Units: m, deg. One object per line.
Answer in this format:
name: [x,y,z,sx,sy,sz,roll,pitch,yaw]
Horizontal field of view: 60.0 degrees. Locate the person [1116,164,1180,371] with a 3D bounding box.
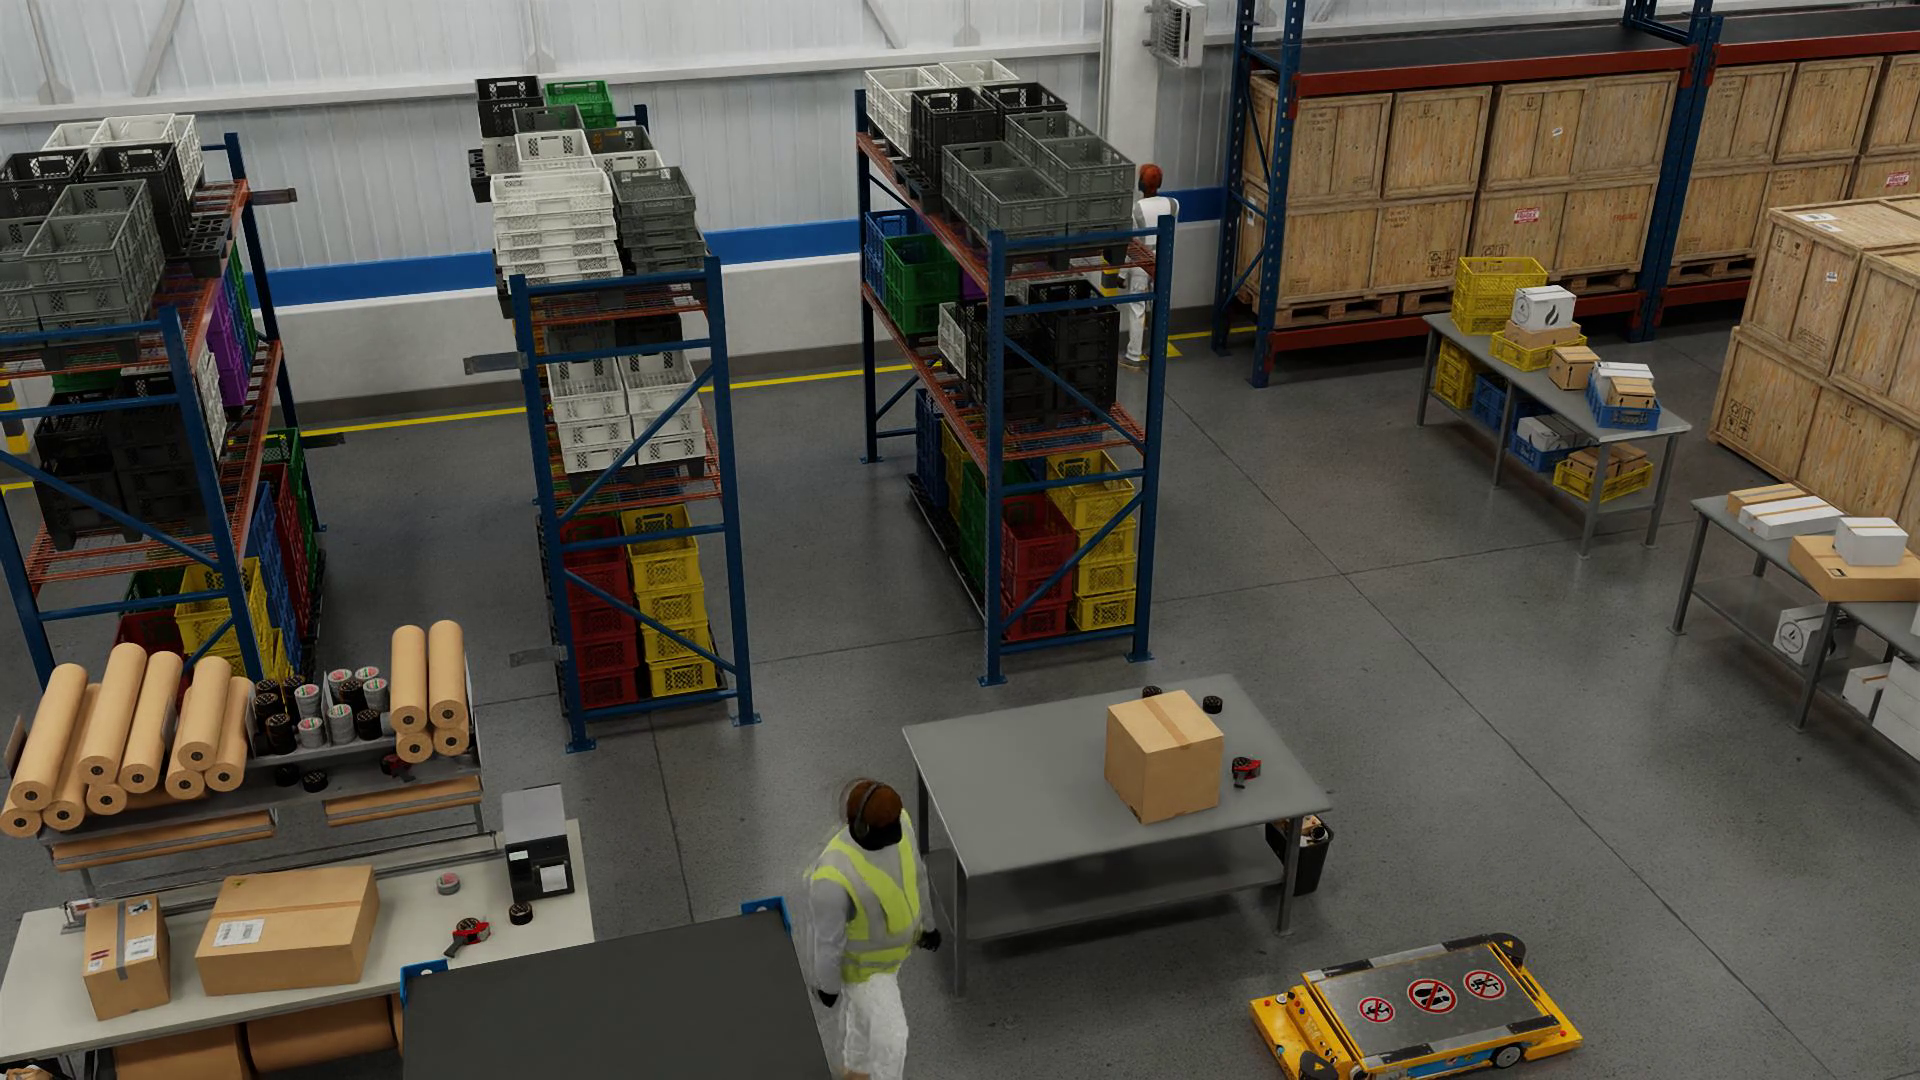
person: [1.669,-2.442,14.913,0.575,1.884,0.355,-14,32,-24]

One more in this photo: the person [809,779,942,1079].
person: [-0.286,1.814,7.243,0.700,1.820,0.631,13,32,23]

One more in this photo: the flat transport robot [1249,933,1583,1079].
flat transport robot: [2.184,2.282,7.980,1.431,0.197,0.652,-8,30,-14]
